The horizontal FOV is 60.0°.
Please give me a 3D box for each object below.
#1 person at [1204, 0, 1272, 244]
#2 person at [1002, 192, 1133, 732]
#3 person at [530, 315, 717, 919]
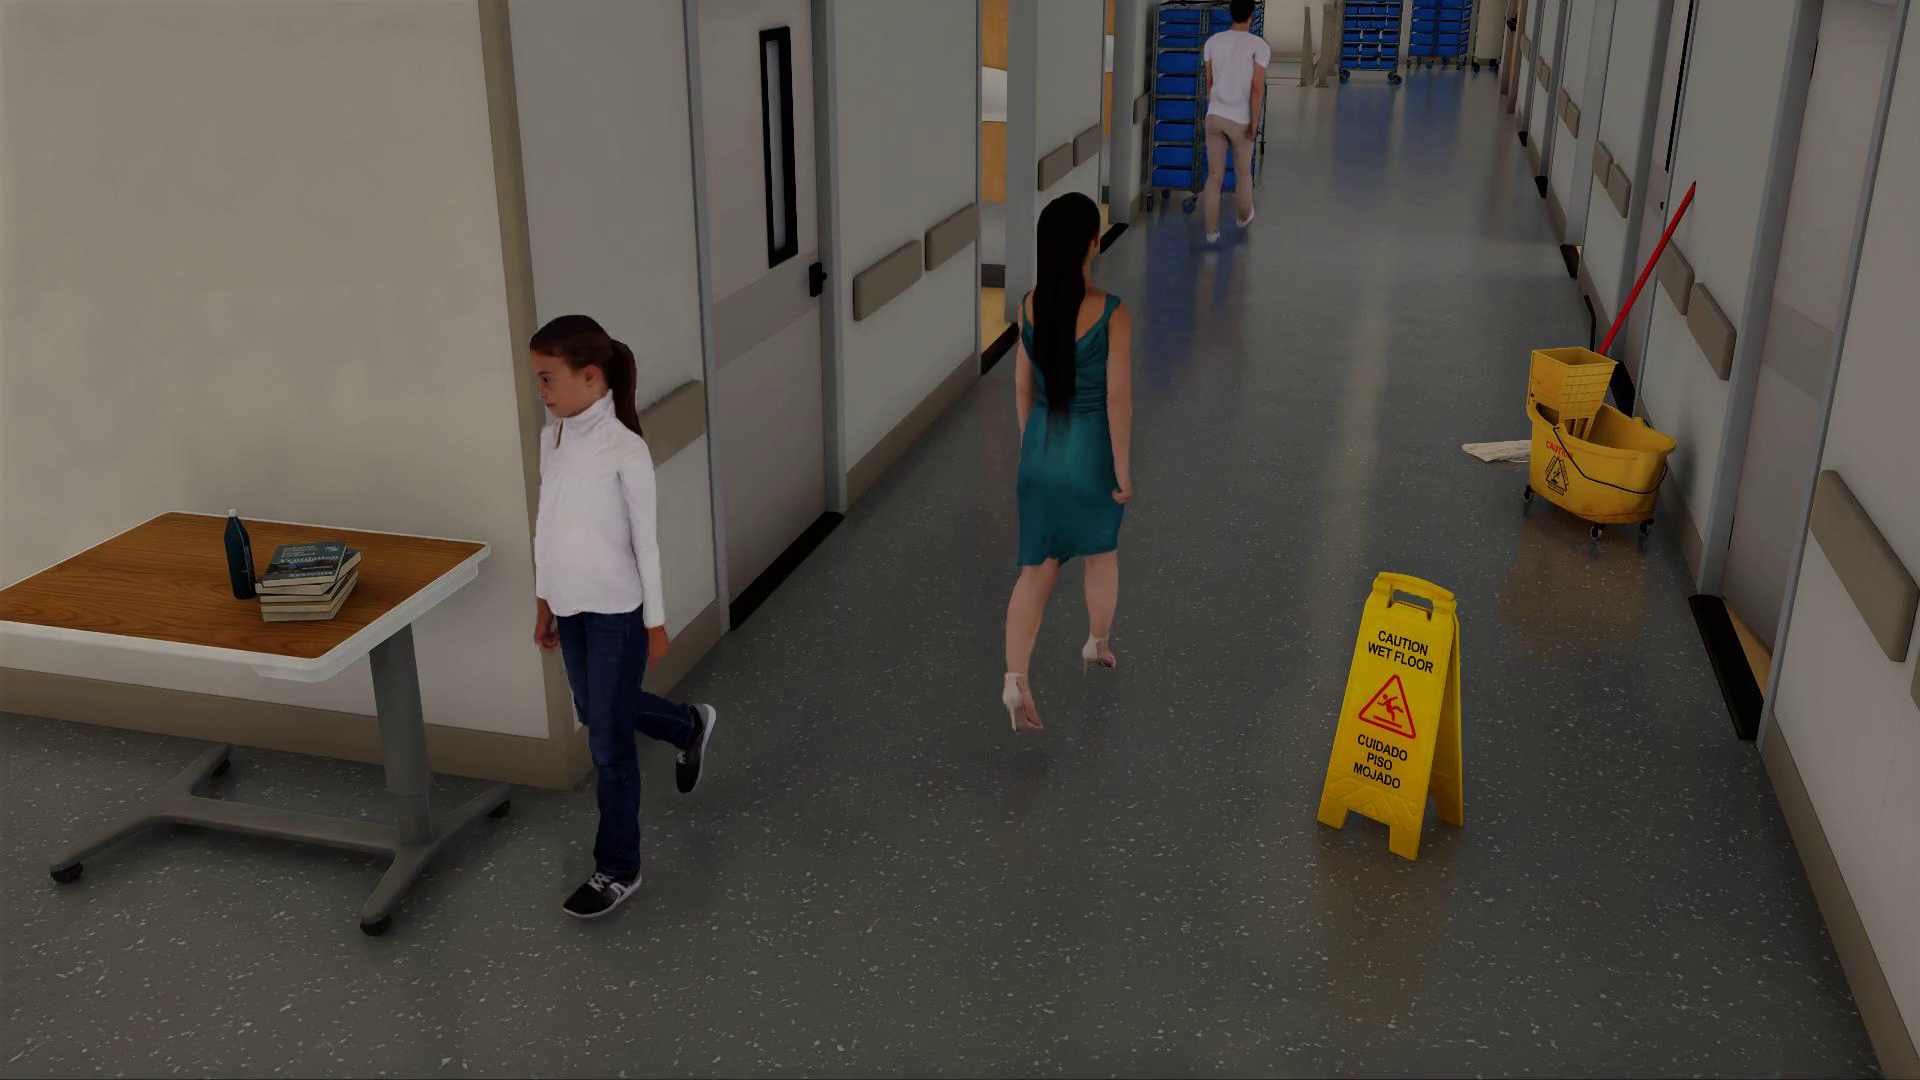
[{"bbox_3d":[2.035,-3.167,12.749,0.790,1.819,1.269,8,22,21],"label":"person"},{"bbox_3d":[0.292,-0.180,5.107,0.692,1.646,1.066,9,23,22],"label":"person"},{"bbox_3d":[-0.884,0.155,4.374,0.690,1.539,1.024,12,24,29],"label":"person"}]
